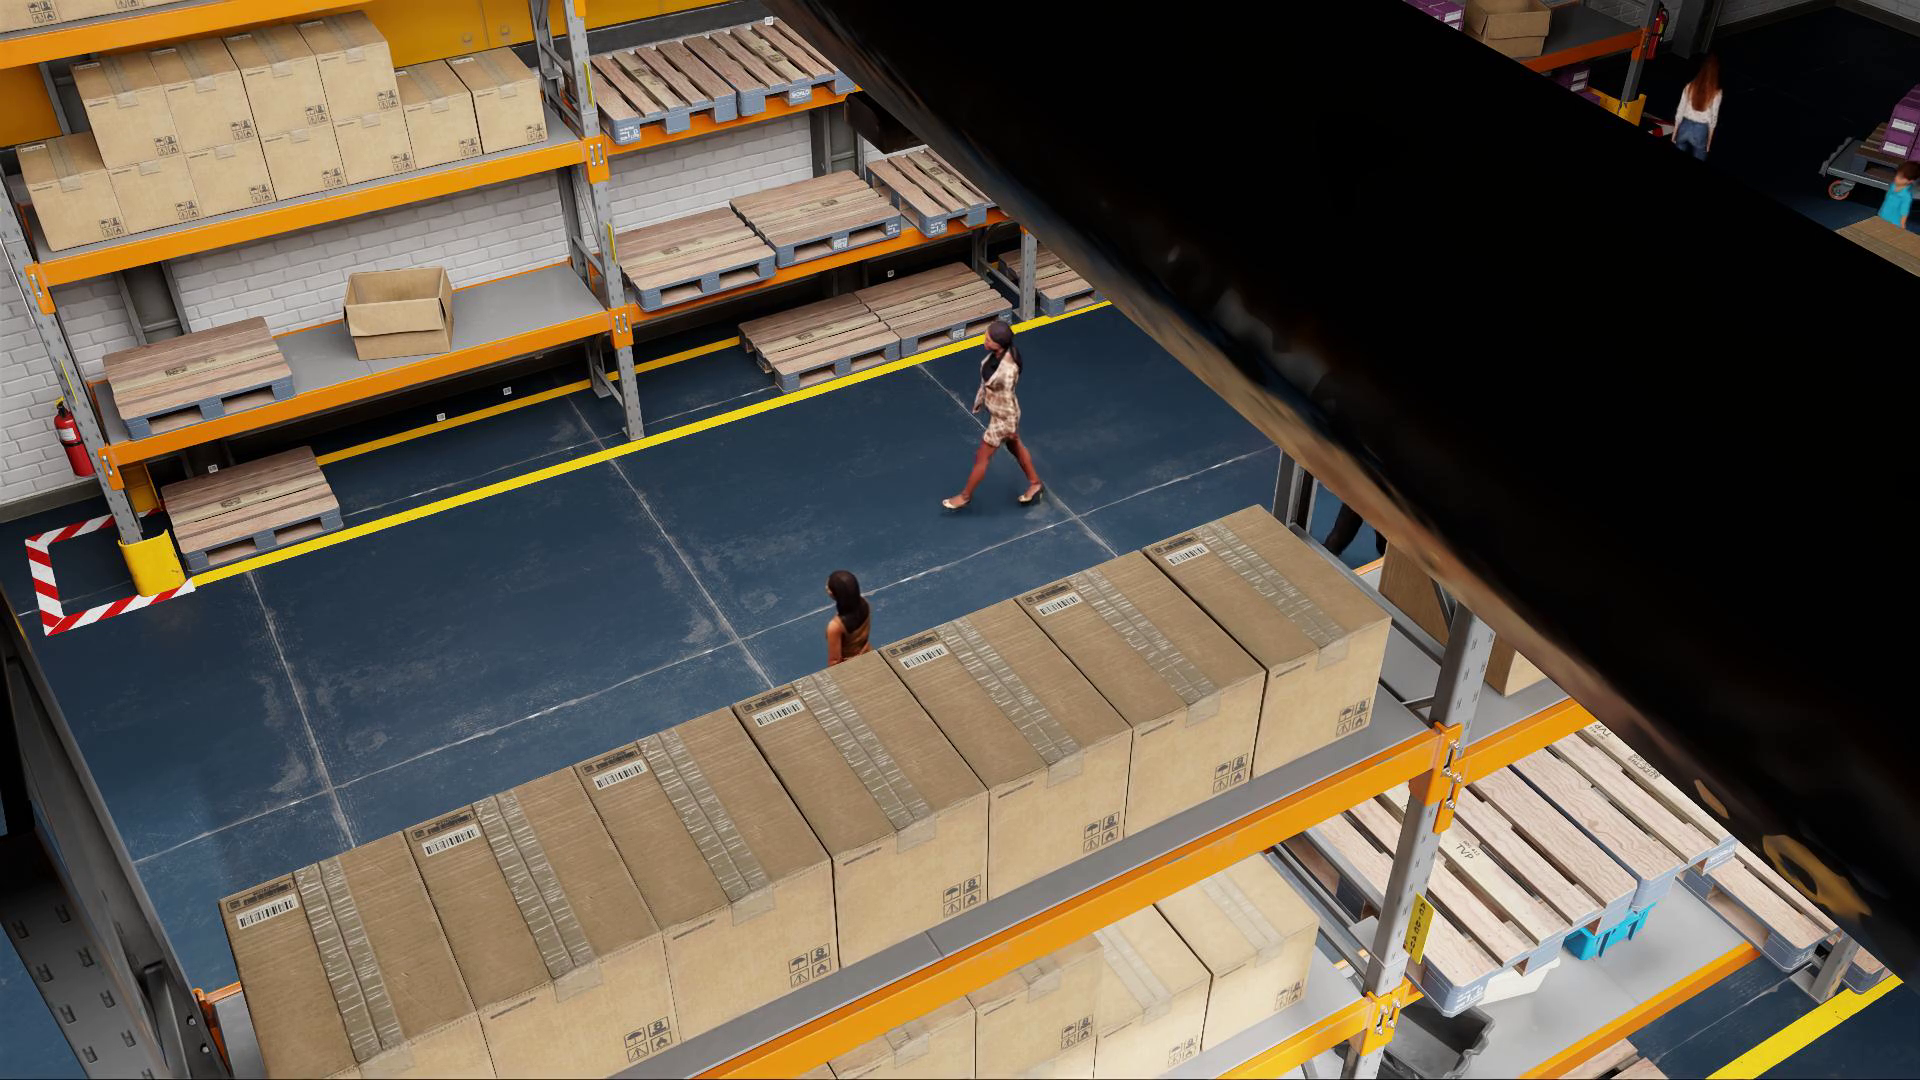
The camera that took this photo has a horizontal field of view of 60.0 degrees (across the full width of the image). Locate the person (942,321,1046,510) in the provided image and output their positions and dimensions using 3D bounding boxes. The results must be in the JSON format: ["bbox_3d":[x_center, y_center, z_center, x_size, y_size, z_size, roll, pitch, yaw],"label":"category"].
[{"bbox_3d":[0.422,-0.959,13.150,1.158,1.738,0.875,-4,39,-5],"label":"person"}]

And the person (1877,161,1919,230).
[{"bbox_3d":[8.953,-2.982,15.930,0.868,1.431,0.766,3,39,4],"label":"person"}]

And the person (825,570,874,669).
[{"bbox_3d":[-0.705,0.867,10.908,0.705,1.684,0.607,19,42,22],"label":"person"}]

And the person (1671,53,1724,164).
[{"bbox_3d":[7.541,-4.154,17.165,0.711,1.720,0.843,31,48,33],"label":"person"}]
